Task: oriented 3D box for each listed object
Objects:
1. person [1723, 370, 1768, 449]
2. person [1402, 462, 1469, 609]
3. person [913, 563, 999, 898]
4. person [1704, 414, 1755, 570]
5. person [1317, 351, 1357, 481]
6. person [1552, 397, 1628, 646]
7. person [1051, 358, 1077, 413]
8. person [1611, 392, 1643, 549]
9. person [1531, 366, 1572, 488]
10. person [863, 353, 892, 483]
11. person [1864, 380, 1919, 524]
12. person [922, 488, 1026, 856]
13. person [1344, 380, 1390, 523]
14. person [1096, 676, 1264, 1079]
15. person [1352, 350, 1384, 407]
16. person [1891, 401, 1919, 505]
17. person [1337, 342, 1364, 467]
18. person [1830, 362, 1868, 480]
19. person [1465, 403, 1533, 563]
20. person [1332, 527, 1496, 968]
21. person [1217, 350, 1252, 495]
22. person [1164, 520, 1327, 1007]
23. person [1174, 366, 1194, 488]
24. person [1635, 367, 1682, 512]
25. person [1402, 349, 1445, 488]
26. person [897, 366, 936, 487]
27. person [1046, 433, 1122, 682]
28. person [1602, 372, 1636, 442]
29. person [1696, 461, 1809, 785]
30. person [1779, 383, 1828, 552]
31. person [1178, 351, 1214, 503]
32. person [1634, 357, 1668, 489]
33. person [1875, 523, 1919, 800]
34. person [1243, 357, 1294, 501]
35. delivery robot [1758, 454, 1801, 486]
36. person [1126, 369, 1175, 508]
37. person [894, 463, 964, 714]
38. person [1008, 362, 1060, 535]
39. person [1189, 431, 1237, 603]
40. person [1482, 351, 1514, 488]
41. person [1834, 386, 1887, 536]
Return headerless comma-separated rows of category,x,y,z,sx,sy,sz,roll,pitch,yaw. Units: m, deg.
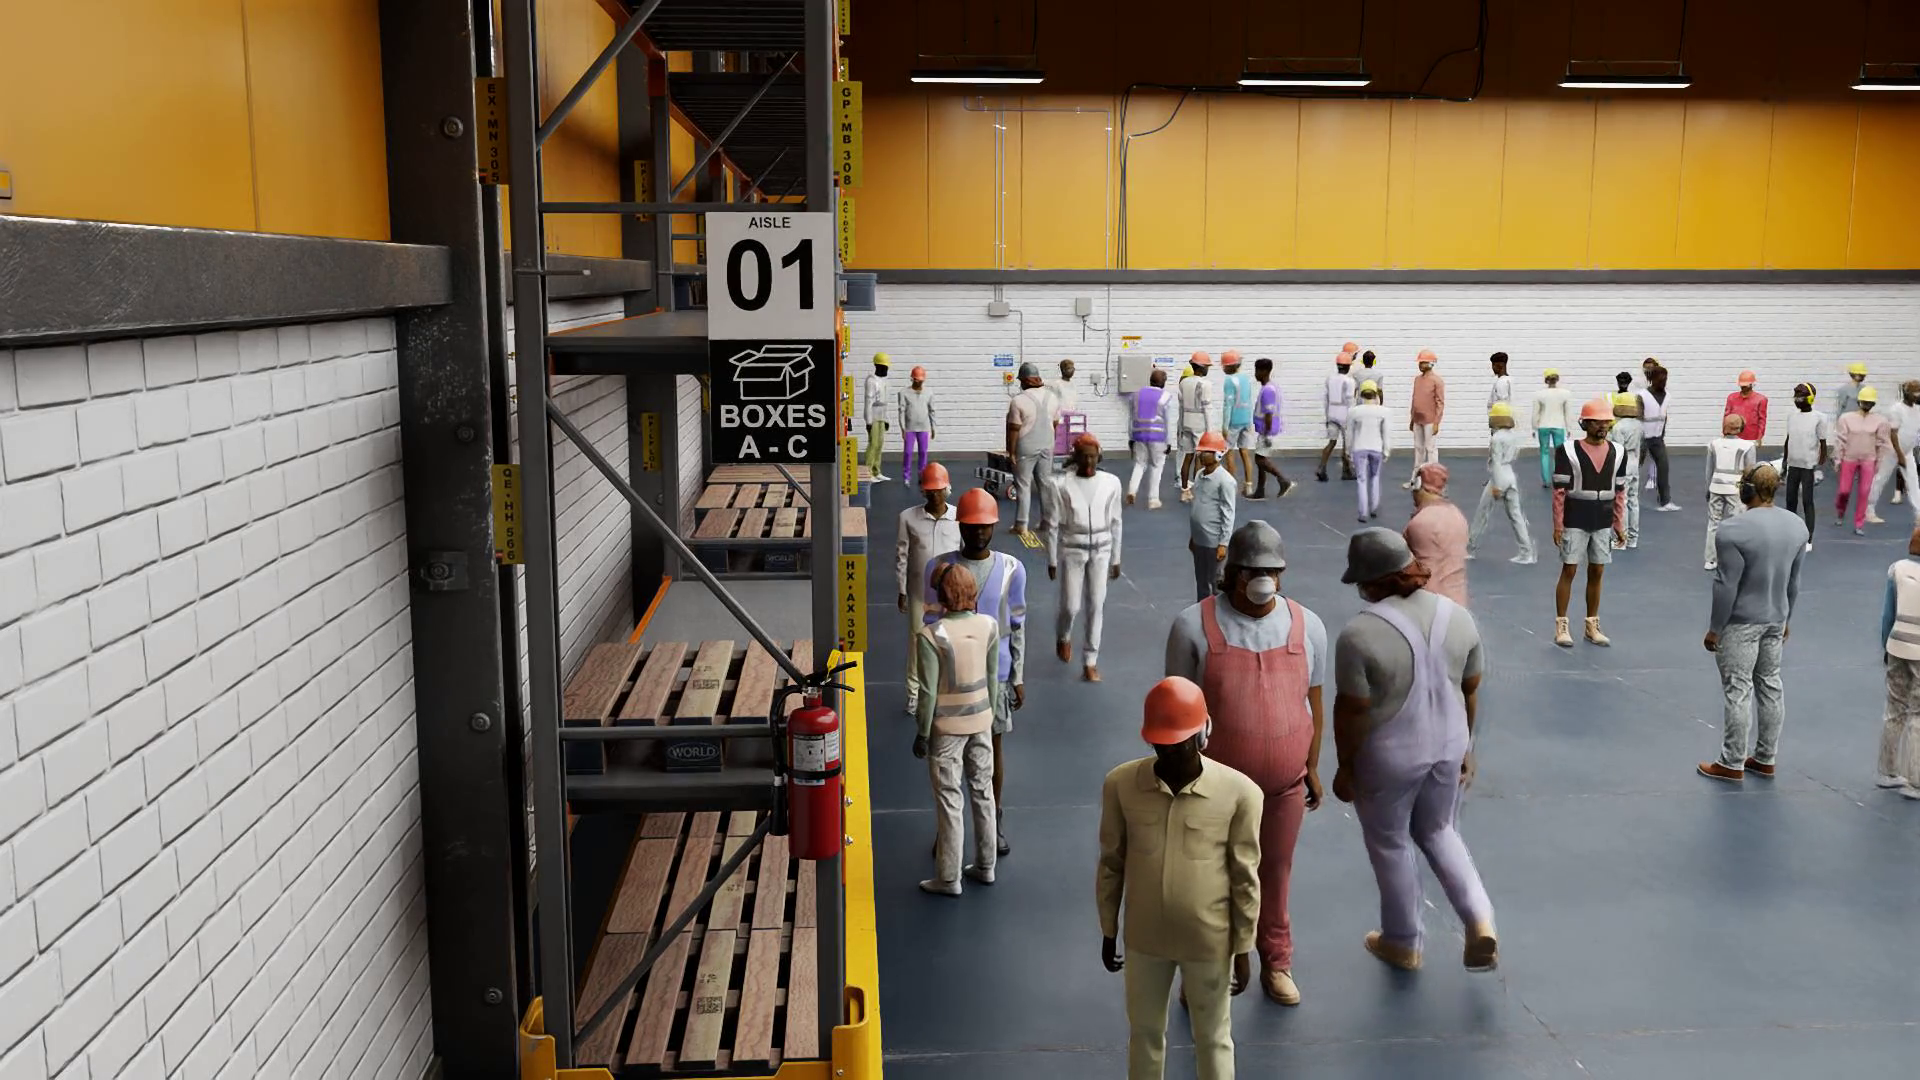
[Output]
person,10.682,-1.443,22.700,0.559,1.744,0.333,9,13,44
person,2.983,0.452,10.424,0.500,1.867,0.668,8,12,42
person,-0.014,0.927,8.152,0.518,1.639,0.312,-8,12,-40
person,7.838,-0.471,16.968,0.312,1.633,0.517,-6,11,-34
person,5.580,-1.805,24.482,0.593,1.943,0.556,-7,11,-35
person,5.149,-0.144,13.603,0.605,2.048,0.368,-1,9,-4
person,1.475,-1.757,24.416,0.503,1.830,0.711,-8,12,-42
person,7.359,-0.768,18.469,0.490,1.743,0.324,-7,11,-37
person,8.391,-1.588,23.602,0.556,1.741,0.437,2,9,14
person,-1.188,-1.780,24.319,0.435,1.913,0.591,4,10,24
person,11.339,-1.033,20.011,0.497,1.788,0.989,-4,10,-22
person,0.076,0.691,8.688,0.543,1.942,0.352,-1,9,-4
person,5.018,-1.107,20.576,0.532,1.744,0.683,0,9,2
person,0.710,1.297,5.502,0.562,1.743,0.345,3,10,20
person,6.355,-2.026,25.967,0.517,1.873,0.328,3,9,17
person,12.639,-1.286,22.033,0.539,1.654,0.611,6,11,35
person,6.222,-2.158,26.483,0.431,1.982,0.630,7,12,38
person,13.275,-1.792,24.866,0.531,1.748,0.572,-3,9,-17
person,5.700,-0.607,17.603,0.919,1.692,0.506,9,13,44
person,1.912,0.889,7.136,0.710,2.000,0.697,-3,10,-20
person,3.786,-1.594,22.831,0.539,2.016,0.658,8,12,40
person,1.199,0.929,6.880,0.677,2.000,0.536,-1,9,-4
person,3.262,-1.620,23.827,0.325,1.740,0.492,3,10,20
person,8.926,-1.290,21.395,0.648,1.859,0.933,-4,10,-24
person,6.559,-1.691,23.471,0.381,1.996,0.608,-4,10,-23
person,-0.615,-1.624,23.858,0.571,1.739,0.356,-3,10,-18
person,0.931,0.116,12.546,0.576,1.871,0.523,-2,9,-9
person,9.290,-1.518,23.369,0.607,1.685,0.411,3,10,19
person,4.723,0.494,9.935,0.630,1.940,0.372,-3,10,-21
person,9.233,-0.792,18.247,0.335,1.865,0.521,-4,10,-24
person,3.162,-1.489,22.064,0.395,2.038,0.615,-5,10,-30
person,9.783,-1.664,23.695,0.517,1.874,0.328,9,12,43
person,5.580,0.687,9.668,0.310,1.636,0.522,-3,9,-15
person,4.130,-1.472,22.237,0.576,1.948,0.619,2,9,13
delivery robot,11.409,-0.948,23.028,0.707,0.478,0.477,7,12,40
person,2.476,-1.308,21.633,0.647,1.820,0.551,5,10,30
person,-0.172,0.335,11.510,0.561,1.752,0.327,-1,9,-4
person,0.814,-1.084,19.526,0.682,2.000,0.535,-6,11,-32
person,2.062,-0.030,13.794,0.321,1.755,0.563,-4,10,-23
person,7.659,-1.693,23.603,0.371,1.959,0.602,4,10,25
person,10.529,-0.935,19.487,0.536,1.750,0.477,3,10,18
